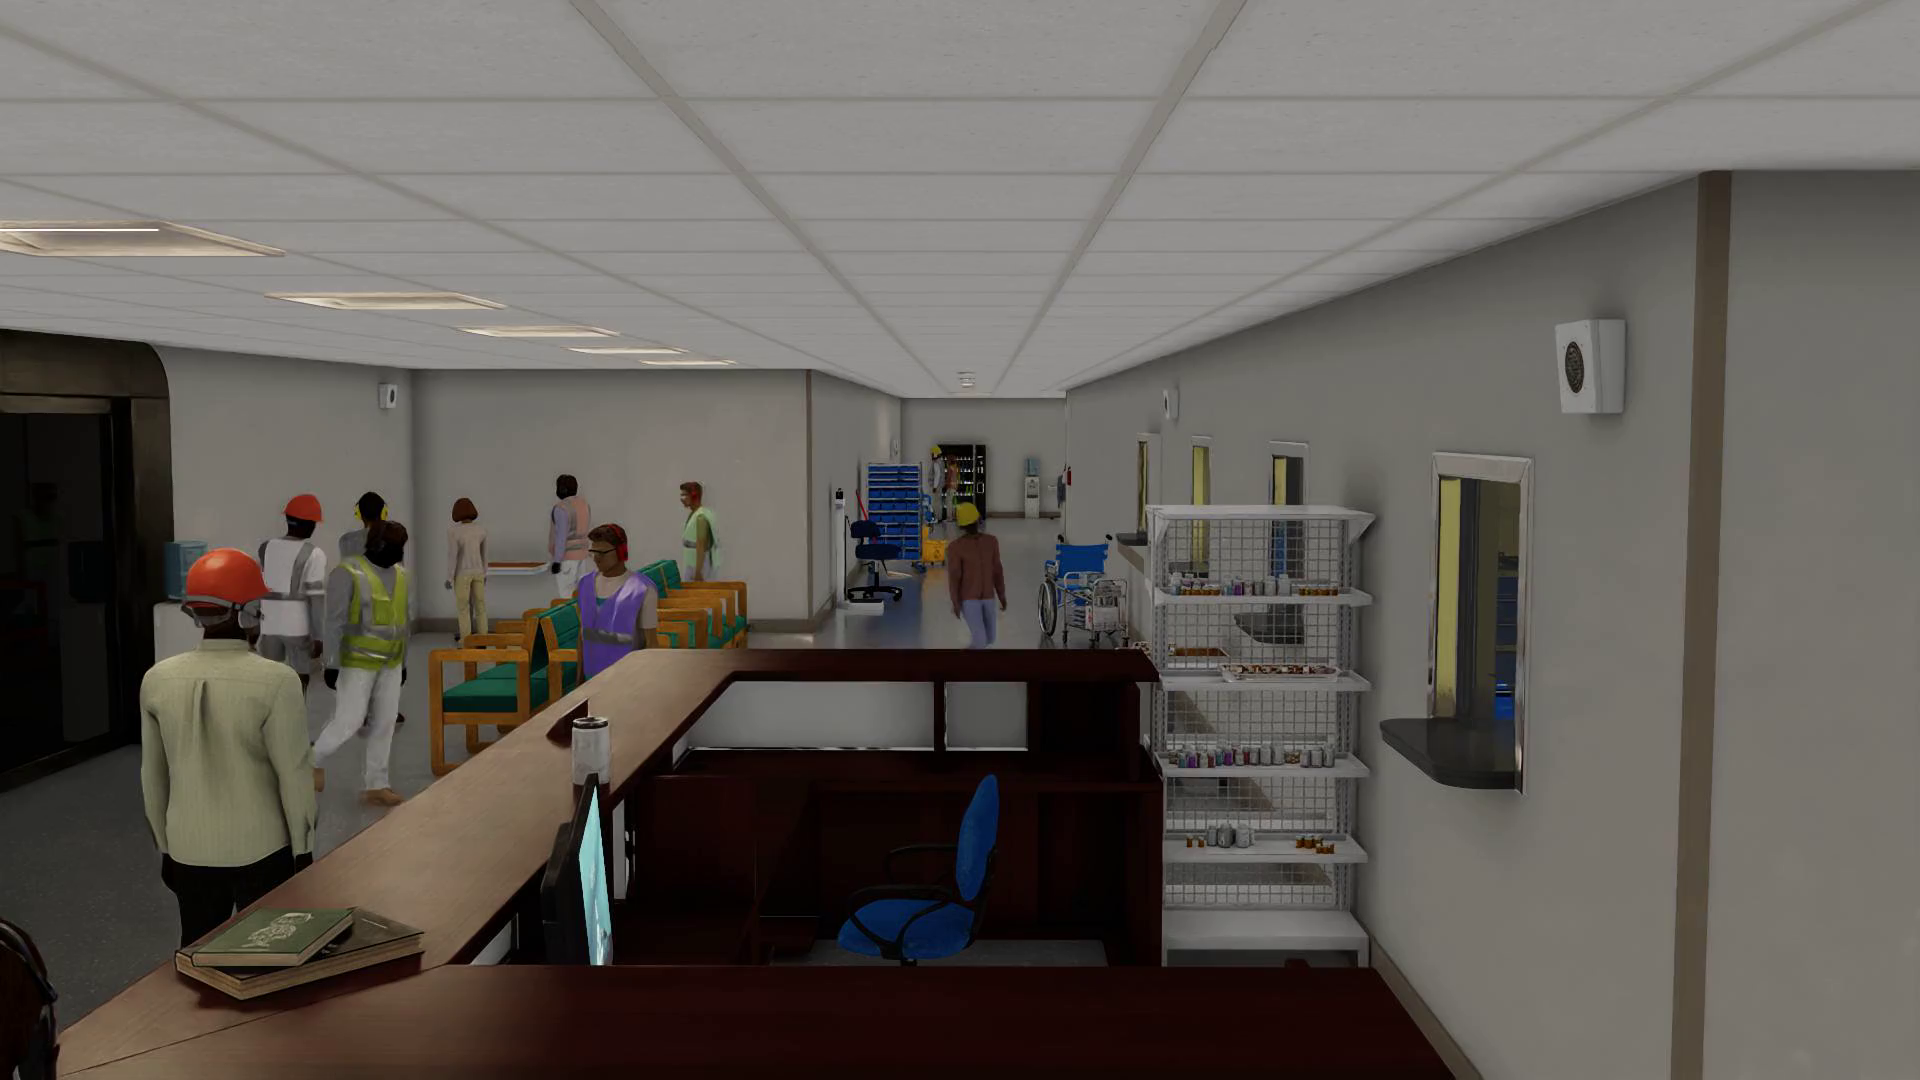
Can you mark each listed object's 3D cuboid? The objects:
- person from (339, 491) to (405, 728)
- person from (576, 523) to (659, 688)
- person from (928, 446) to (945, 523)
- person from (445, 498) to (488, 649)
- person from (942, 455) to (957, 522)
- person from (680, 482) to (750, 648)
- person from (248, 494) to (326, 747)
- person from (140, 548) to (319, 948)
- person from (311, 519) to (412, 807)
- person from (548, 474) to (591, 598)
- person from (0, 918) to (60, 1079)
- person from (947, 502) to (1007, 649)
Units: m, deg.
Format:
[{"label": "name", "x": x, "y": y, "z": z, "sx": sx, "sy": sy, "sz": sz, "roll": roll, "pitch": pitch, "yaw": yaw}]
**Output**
[{"label": "person", "x": -4.649, "y": 0.550, "z": 13.178, "sx": 0.537, "sy": 1.866, "sz": 0.314, "roll": -2, "pitch": 4, "yaw": -22}, {"label": "person", "x": -1.980, "y": 0.819, "z": 9.597, "sx": 0.563, "sy": 1.837, "sz": 0.389, "roll": 2, "pitch": 5, "yaw": 29}, {"label": "person", "x": -0.562, "y": -1.301, "z": 39.368, "sx": 0.404, "sy": 1.832, "sz": 0.600, "roll": 1, "pitch": 4, "yaw": 8}, {"label": "person", "x": -5.092, "y": 0.380, "z": 17.183, "sx": 0.285, "sy": 1.632, "sz": 0.498, "roll": 3, "pitch": 5, "yaw": 35}, {"label": "person", "x": -0.273, "y": -1.233, "z": 39.889, "sx": 0.435, "sy": 1.626, "sz": 0.523, "roll": 1, "pitch": 4, "yaw": 14}, {"label": "person", "x": -2.655, "y": 0.286, "z": 17.384, "sx": 0.876, "sy": 1.806, "sz": 0.589, "roll": -2, "pitch": 4, "yaw": -24}, {"label": "person", "x": -4.825, "y": 0.628, "z": 11.842, "sx": 0.585, "sy": 1.910, "sz": 0.686, "roll": 1, "pitch": 4, "yaw": 15}, {"label": "person", "x": -2.443, "y": 1.023, "z": 5.613, "sx": 0.608, "sy": 1.997, "sz": 0.374, "roll": 1, "pitch": 4, "yaw": 10}, {"label": "person", "x": -3.804, "y": 0.769, "z": 10.543, "sx": 0.691, "sy": 1.806, "sz": 0.699, "roll": 2, "pitch": 5, "yaw": 26}, {"label": "person", "x": -4.309, "y": 0.197, "z": 18.302, "sx": 0.429, "sy": 1.841, "sz": 0.633, "roll": 1, "pitch": 4, "yaw": 15}, {"label": "person", "x": -1.195, "y": 1.363, "z": 2.006, "sx": 0.625, "sy": 1.838, "sz": 0.430, "roll": -2, "pitch": 5, "yaw": -30}, {"label": "person", "x": 0.104, "y": 0.514, "z": 14.676, "sx": 0.562, "sy": 1.715, "sz": 0.703, "roll": -3, "pitch": 5, "yaw": -36}]
